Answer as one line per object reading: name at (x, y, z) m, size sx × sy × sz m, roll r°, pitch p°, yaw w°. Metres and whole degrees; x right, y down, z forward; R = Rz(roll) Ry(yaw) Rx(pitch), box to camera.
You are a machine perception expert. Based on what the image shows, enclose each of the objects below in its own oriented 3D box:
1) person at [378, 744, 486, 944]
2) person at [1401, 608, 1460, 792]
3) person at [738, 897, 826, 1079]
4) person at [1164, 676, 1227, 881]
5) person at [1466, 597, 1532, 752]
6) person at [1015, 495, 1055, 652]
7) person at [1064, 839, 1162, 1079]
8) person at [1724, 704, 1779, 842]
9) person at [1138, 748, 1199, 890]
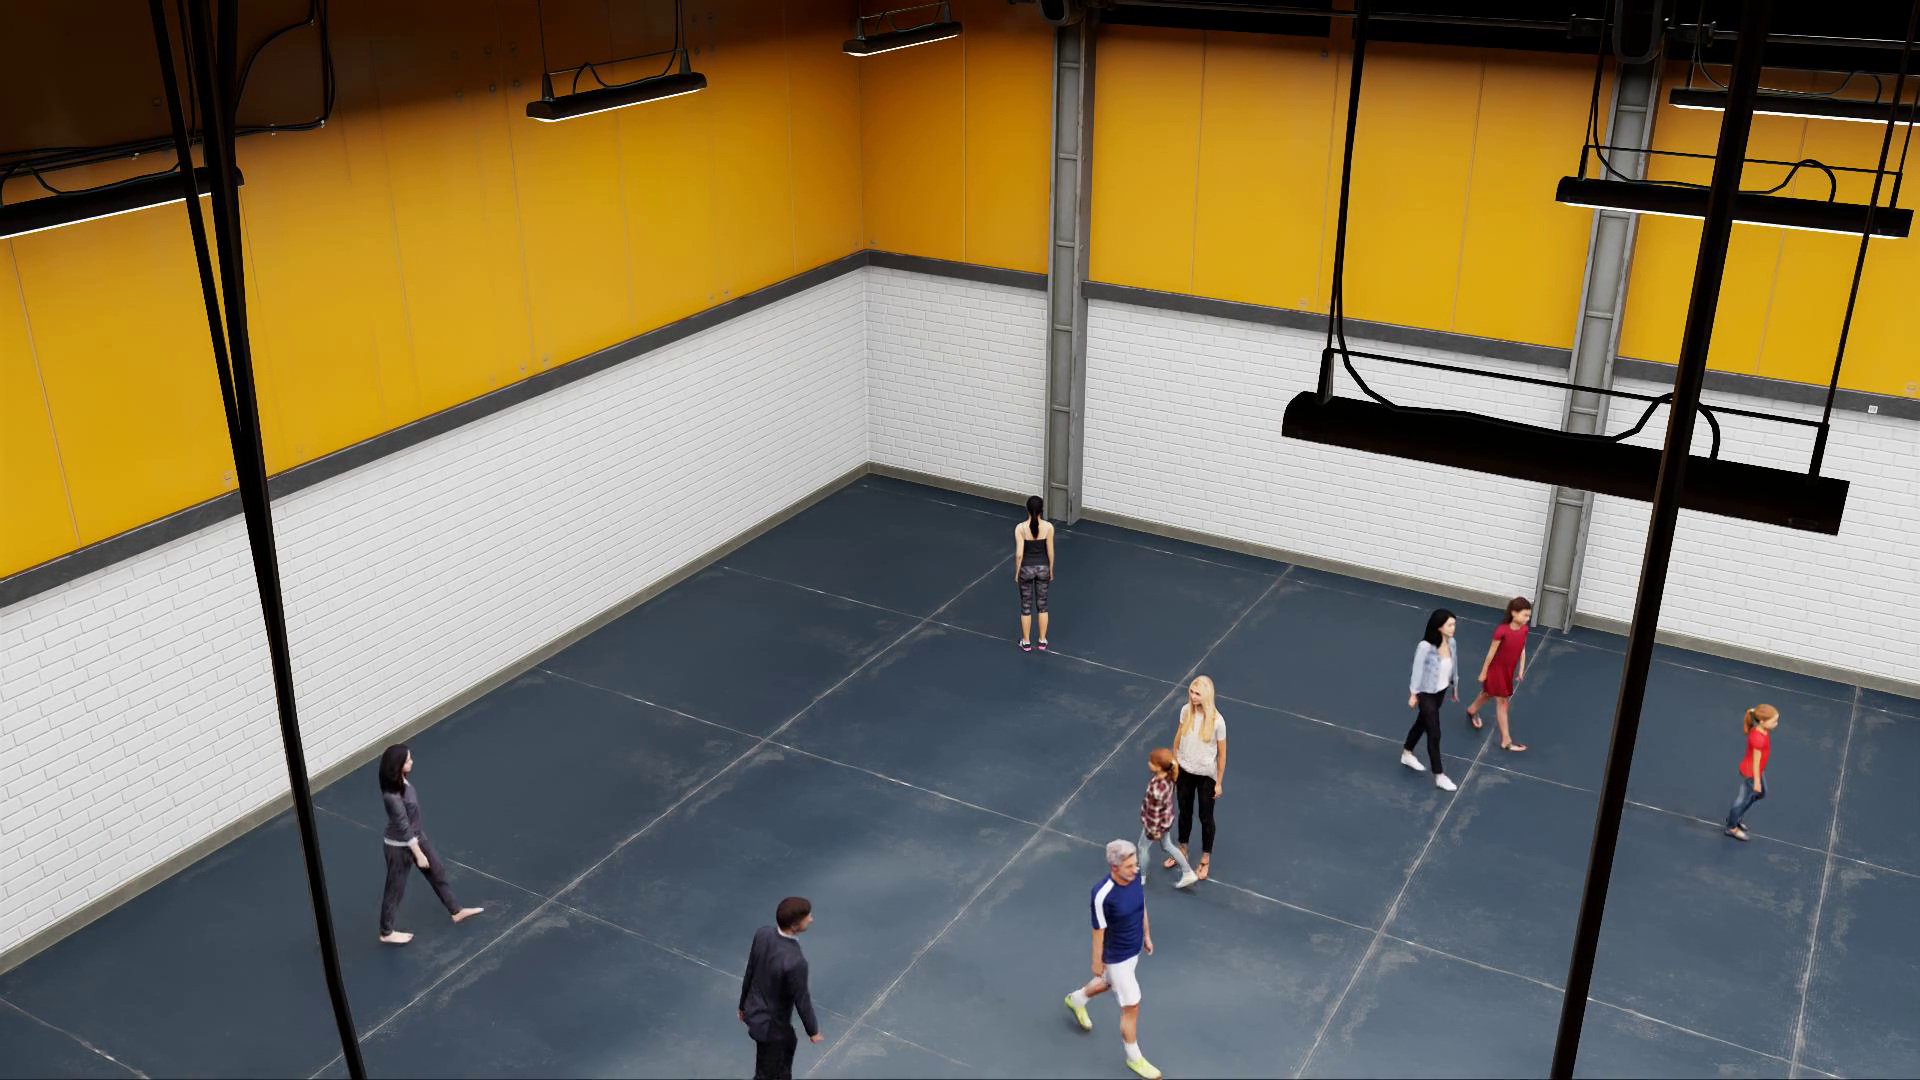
person at (-4.354, 2.365, 12.751) m, size 1.102 × 1.730 × 1.044 m, roll -6°, pitch 24°, yaw -14°
person at (4.204, 1.370, 15.082) m, size 0.860 × 1.685 × 1.051 m, roll -16°, pitch 28°, yaw -32°
person at (-1.280, 3.149, 10.853) m, size 0.916 × 1.813 × 0.918 m, roll 21°, pitch 31°, yaw 39°
person at (1.956, 1.924, 13.639) m, size 0.490 × 1.825 × 0.689 m, roll 16°, pitch 28°, yaw 32°
person at (5.059, 1.185, 15.719) m, size 0.940 × 1.514 × 1.136 m, roll -10°, pitch 25°, yaw -21°
person at (0.776, 0.343, 17.378) m, size 0.651 × 1.729 × 0.728 m, roll -3°, pitch 24°, yaw -7°
person at (1.055, 2.826, 11.599) m, size 1.173 × 1.807 × 0.719 m, roll 17°, pitch 29°, yaw 33°
person at (6.695, 1.961, 14.212) m, size 0.497 × 1.299 × 0.495 m, roll 13°, pitch 27°, yaw 27°
person at (1.680, 2.277, 13.497) m, size 0.866 × 1.294 × 0.553 m, roll 12°, pitch 26°, yaw 25°
